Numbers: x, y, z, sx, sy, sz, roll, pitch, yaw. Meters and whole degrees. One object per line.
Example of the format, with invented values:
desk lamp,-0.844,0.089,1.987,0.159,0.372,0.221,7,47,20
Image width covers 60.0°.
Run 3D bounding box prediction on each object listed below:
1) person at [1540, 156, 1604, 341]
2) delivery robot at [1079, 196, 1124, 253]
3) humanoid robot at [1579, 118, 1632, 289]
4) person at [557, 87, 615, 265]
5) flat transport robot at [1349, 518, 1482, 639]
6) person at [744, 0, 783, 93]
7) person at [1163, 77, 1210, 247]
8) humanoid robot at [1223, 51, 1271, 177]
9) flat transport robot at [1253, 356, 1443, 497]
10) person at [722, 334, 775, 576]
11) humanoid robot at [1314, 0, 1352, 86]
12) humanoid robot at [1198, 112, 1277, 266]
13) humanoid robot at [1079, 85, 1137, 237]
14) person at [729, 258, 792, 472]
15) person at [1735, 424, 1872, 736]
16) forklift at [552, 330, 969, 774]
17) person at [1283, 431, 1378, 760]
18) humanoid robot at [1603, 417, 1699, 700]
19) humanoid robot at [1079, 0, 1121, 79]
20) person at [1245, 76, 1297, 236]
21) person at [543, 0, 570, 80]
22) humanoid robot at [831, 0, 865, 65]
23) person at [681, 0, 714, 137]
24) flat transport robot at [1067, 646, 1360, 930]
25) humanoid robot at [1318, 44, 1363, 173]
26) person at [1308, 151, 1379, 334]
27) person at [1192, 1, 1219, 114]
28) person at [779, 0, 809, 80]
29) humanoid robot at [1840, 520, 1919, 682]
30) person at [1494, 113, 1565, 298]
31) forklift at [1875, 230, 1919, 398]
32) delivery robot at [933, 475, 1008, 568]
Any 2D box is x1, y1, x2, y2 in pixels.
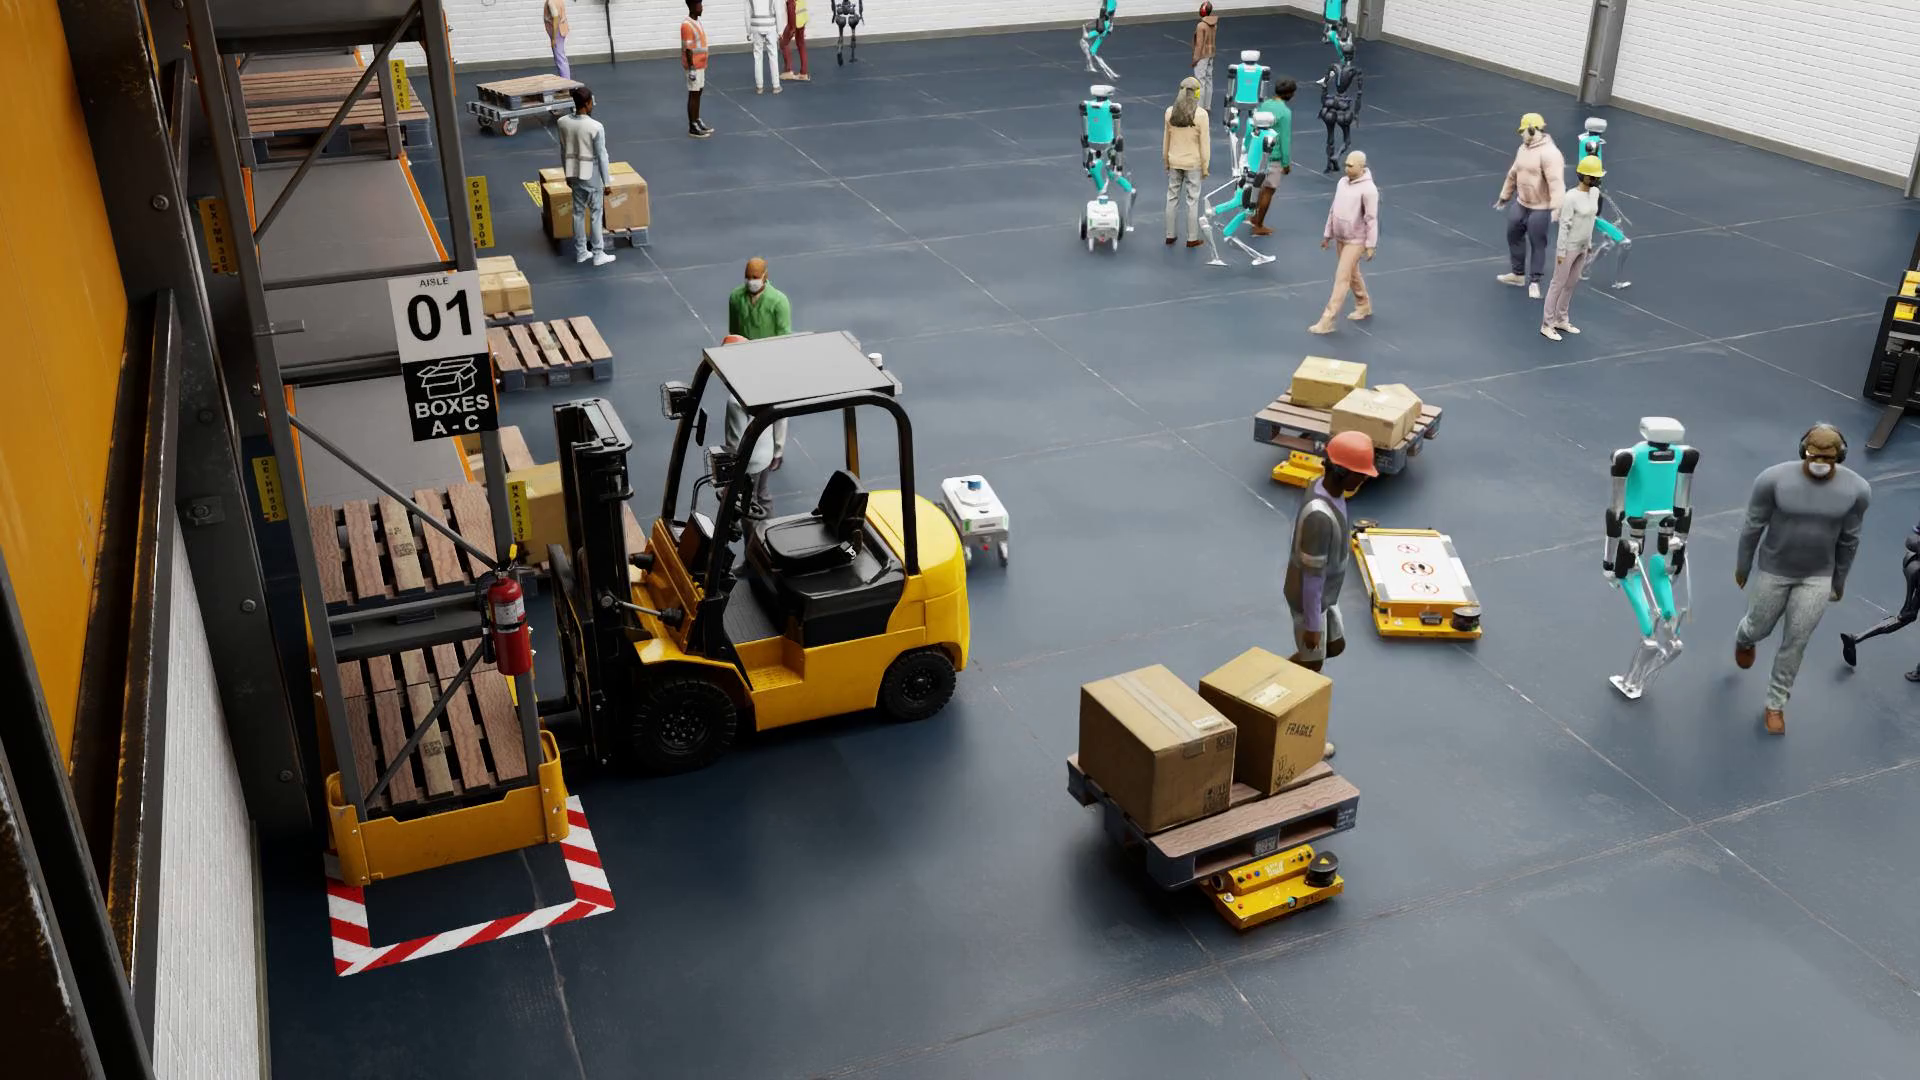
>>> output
person,5.878,-2.790,15.871,0.532,1.767,0.320,-20,33,-34
delivery robot,1.612,-3.590,18.816,0.499,0.600,0.801,1,27,2
humanoid robot,6.779,-3.460,17.275,0.880,1.791,0.550,7,27,13
person,-4.032,-3.915,17.958,0.596,1.907,0.410,12,29,22
flat transport robot,3.122,0.256,11.478,0.659,0.231,1.431,2,27,3
person,-3.065,-7.950,26.001,0.572,1.886,0.354,0,27,0
person,2.515,-4.204,18.564,0.550,1.877,0.413,15,30,27
humanoid robot,3.575,-5.313,20.947,0.548,1.739,1.025,3,27,6
flat transport robot,3.117,-0.740,13.460,0.659,0.231,1.431,17,31,30
person,-1.478,-0.586,11.515,0.352,1.740,0.571,7,28,14
humanoid robot,6.050,-7.996,26.268,1.027,1.730,0.547,-13,30,-24
humanoid robot,2.912,-3.643,17.583,0.976,1.730,0.554,-3,27,-5
humanoid robot,1.751,-4.332,19.030,0.555,1.795,0.849,21,33,35
person,-1.575,-1.293,12.891,0.560,1.760,0.730,6,27,12
person,4.924,0.153,9.858,0.639,1.915,0.755,7,28,14
forklift,-1.094,0.010,9.831,2.313,2.155,1.214,-10,28,-20
person,1.996,0.308,9.435,0.571,2.013,0.690,8,28,15
humanoid robot,4.186,0.219,9.988,0.530,1.807,0.798,-4,27,-8
humanoid robot,2.220,-8.330,26.919,0.914,1.760,0.555,12,29,23
person,3.529,-4.352,18.922,0.446,1.824,0.523,-11,29,-21
person,-6.238,-7.814,25.778,0.375,1.841,0.566,-2,27,-3
humanoid robot,-1.916,-8.912,28.163,0.590,1.630,0.613,5,27,9
person,-3.716,-6.693,23.413,0.365,1.964,0.609,3,27,5
flat transport robot,1.347,1.528,8.947,0.659,0.231,1.431,-13,29,-24
humanoid robot,4.861,-5.550,21.461,0.585,1.647,0.454,18,32,31
person,3.802,-2.912,16.155,0.893,1.745,0.550,-12,29,-22
person,3.612,-7.112,24.590,0.332,1.651,0.468,20,33,34
person,-2.748,-8.337,26.920,0.616,1.749,0.464,11,29,21
humanoid robot,5.906,0.127,10.184,0.642,1.628,0.616,1,27,1
person,5.925,-3.443,17.111,0.421,1.823,0.858,-11,29,-20
forklift,9.029,-2.397,14.618,1.214,2.155,2.313,18,32,32
delivery robot,0.103,-0.187,12.015,0.499,0.570,0.750,-7,27,-13
